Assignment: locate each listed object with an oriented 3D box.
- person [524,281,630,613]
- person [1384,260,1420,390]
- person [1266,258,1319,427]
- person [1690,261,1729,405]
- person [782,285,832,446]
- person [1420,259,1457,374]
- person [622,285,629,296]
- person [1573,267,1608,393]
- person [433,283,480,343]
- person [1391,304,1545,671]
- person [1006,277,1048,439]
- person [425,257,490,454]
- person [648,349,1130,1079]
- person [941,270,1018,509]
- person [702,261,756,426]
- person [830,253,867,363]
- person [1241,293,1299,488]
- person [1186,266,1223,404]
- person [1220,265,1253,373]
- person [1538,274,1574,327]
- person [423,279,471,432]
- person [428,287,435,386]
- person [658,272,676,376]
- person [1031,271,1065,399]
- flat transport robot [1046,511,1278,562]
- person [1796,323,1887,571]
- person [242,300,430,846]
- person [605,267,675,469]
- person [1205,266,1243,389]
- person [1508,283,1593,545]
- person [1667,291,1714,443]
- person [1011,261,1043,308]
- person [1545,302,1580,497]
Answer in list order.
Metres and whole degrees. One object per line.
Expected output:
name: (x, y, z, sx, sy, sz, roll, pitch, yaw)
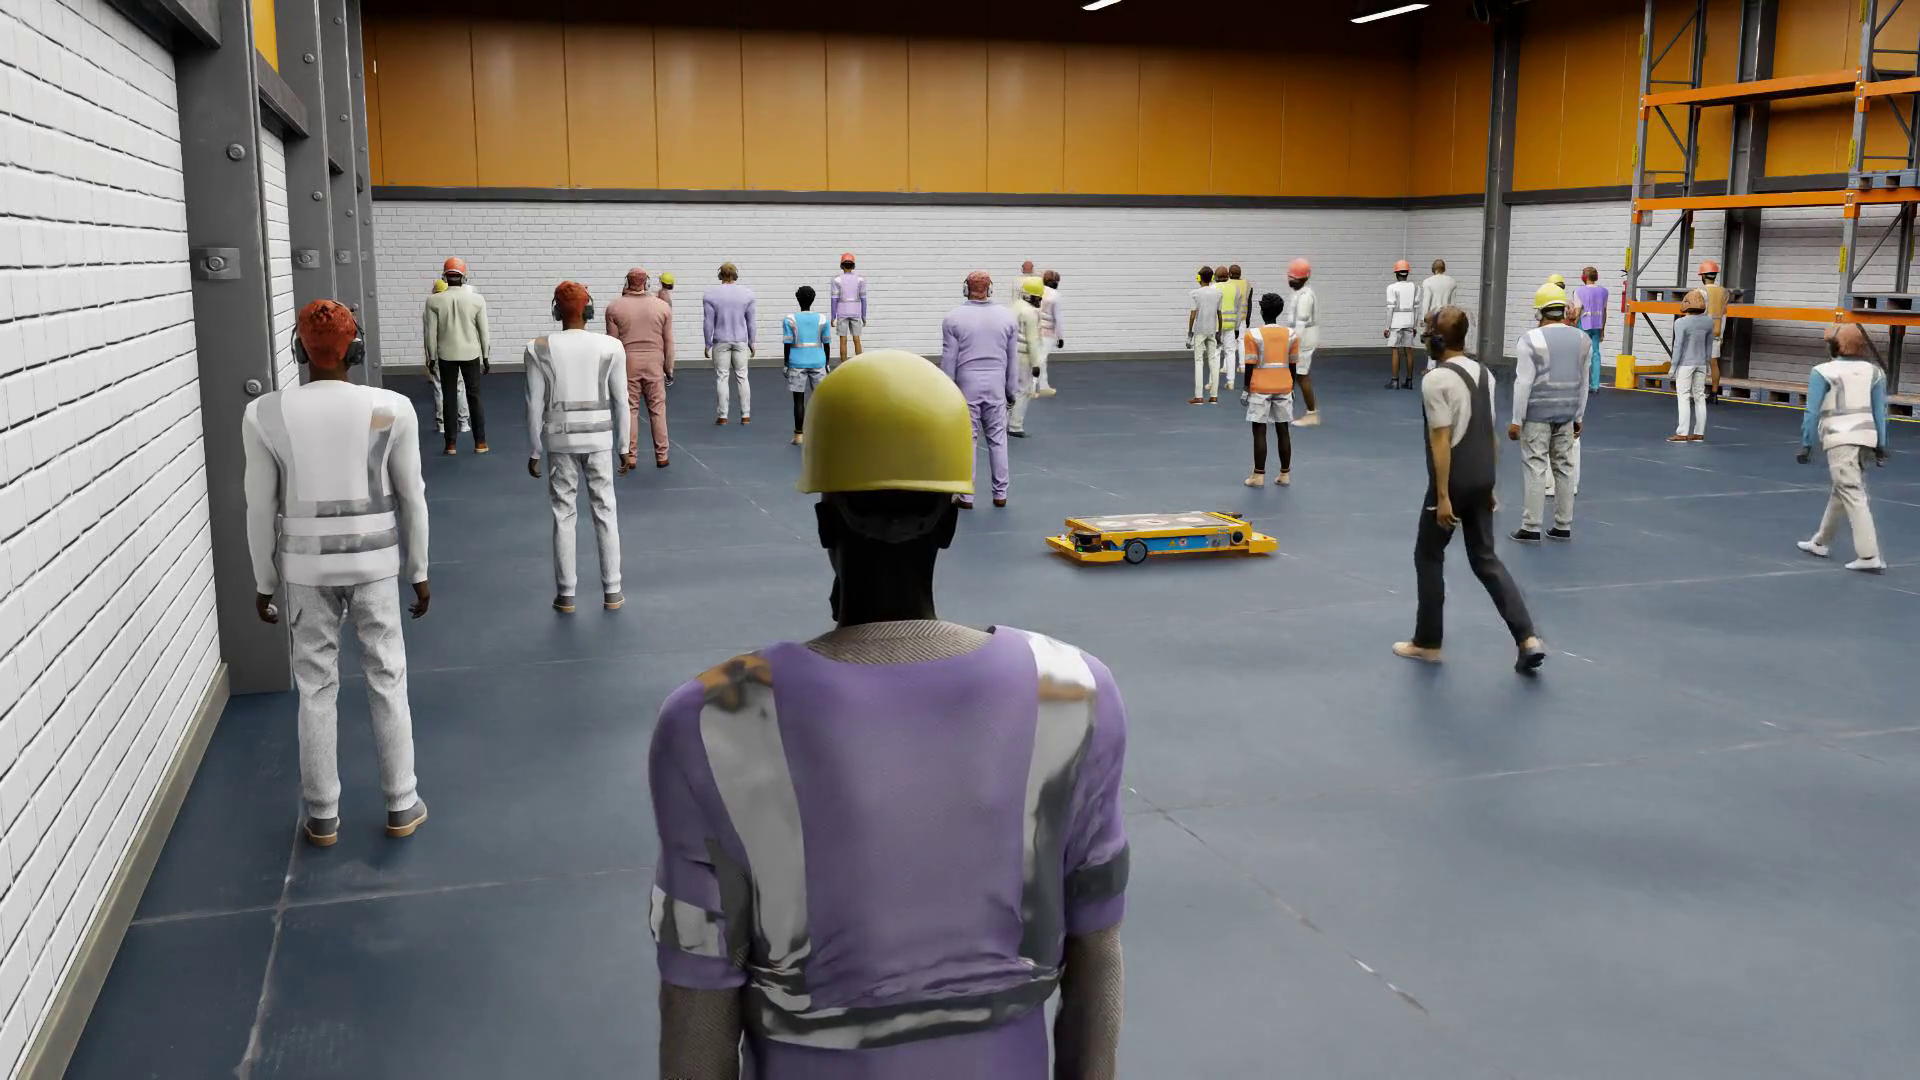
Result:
person: (-2.170, -0.525, 9.476, 0.582, 1.882, 0.338, -3, 10, -17)
person: (6.599, -3.220, 24.929, 0.550, 1.933, 0.374, -3, 10, -17)
person: (3.888, -2.273, 19.320, 0.731, 1.975, 0.703, -1, 10, -6)
person: (10.033, -2.780, 22.385, 0.550, 1.933, 0.374, -3, 10, -17)
person: (-1.628, -1.850, 17.687, 0.539, 1.695, 0.318, -3, 10, -17)
person: (8.012, -3.734, 27.897, 0.633, 1.936, 0.353, -3, 10, -17)
person: (-4.864, -3.022, 24.654, 0.505, 1.632, 0.269, -3, 10, -17)
person: (9.126, -3.036, 24.129, 0.568, 1.840, 0.374, -3, 10, -17)
person: (-7.003, -2.932, 23.177, 0.612, 1.961, 0.364, -3, 10, -17)
person: (2.534, -0.241, 8.113, 0.531, 1.807, 0.785, -7, 12, -34)
person: (0.698, -1.987, 18.229, 0.461, 1.787, 0.645, -3, 10, -18)
person: (-5.116, -1.876, 16.977, 0.619, 1.992, 0.396, -3, 10, -17)
person: (-0.087, 0.729, 2.093, 0.593, 1.925, 0.384, -3, 10, -17)
person: (0.143, -1.202, 13.333, 0.649, 1.906, 0.401, -3, 10, -17)
person: (-2.723, -2.316, 19.687, 0.633, 1.938, 0.356, -3, 10, -17)
person: (-1.859, -3.737, 27.610, 0.613, 2.041, 0.393, -3, 10, -17)
person: (2.694, -1.298, 14.489, 0.539, 1.695, 0.318, -3, 10, -17)
person: (3.304, -2.766, 22.492, 0.528, 1.869, 0.313, -3, 10, -17)
person: (4.677, -3.775, 28.417, 0.631, 1.842, 0.428, -3, 10, -17)
person: (7.757, -2.584, 21.743, 0.531, 1.765, 0.327, -3, 10, -17)
person: (-5.860, -2.098, 18.994, 0.491, 1.741, 0.323, -3, 10, -17)
person: (-7.978, -3.146, 25.478, 0.391, 1.595, 0.637, -4, 10, -20)
person: (-4.928, -3.573, 27.592, 0.441, 1.720, 0.643, -3, 10, -18)
person: (1.206, -2.887, 23.432, 0.843, 1.791, 0.628, -9, 13, -41)
flat transport robot: (1.366, -0.035, 11.305, 1.431, 0.197, 0.652, -3, 10, -17)
person: (5.782, -0.614, 10.848, 0.523, 1.583, 0.848, -3, 10, -16)
person: (-2.137, 0.120, 5.755, 0.582, 1.878, 0.338, -3, 10, -17)
person: (-3.039, -1.629, 15.801, 0.649, 1.906, 0.401, -3, 10, -17)
person: (3.905, -3.168, 24.905, 0.631, 1.840, 0.428, -3, 10, -17)
person: (4.121, -0.880, 11.691, 0.598, 1.828, 0.403, -3, 10, -17)
person: (7.888, -1.866, 17.960, 0.505, 1.632, 0.269, -3, 10, -17)
person: (1.186, -3.921, 29.078, 0.649, 1.904, 0.401, -3, 10, -17)
person: (5.023, -1.174, 13.941, 0.521, 1.639, 0.311, -3, 10, -17)
